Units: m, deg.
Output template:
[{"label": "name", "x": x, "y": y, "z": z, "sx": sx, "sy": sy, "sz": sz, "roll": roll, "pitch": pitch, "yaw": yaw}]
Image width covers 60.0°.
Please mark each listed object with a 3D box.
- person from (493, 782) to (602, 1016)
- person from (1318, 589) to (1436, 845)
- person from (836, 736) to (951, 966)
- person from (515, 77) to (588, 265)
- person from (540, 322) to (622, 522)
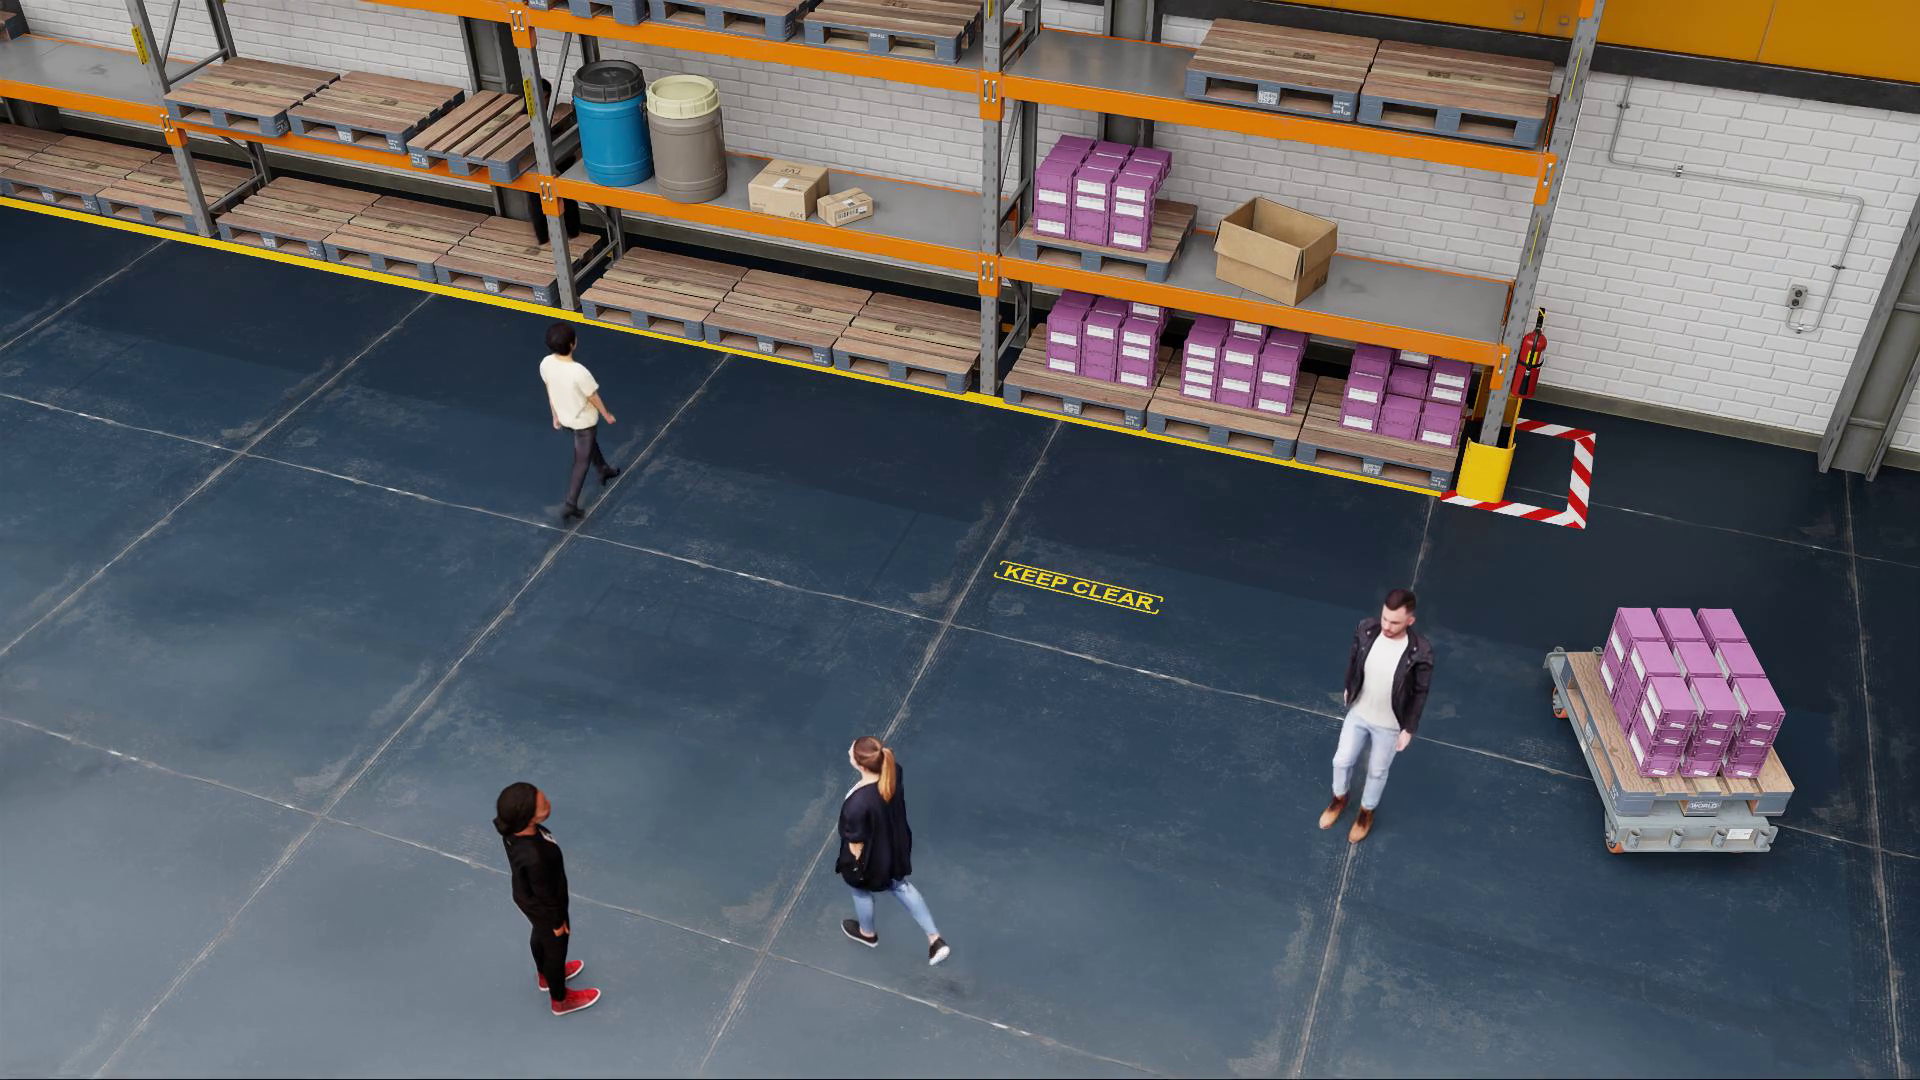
[{"label": "person", "x": -2.194, "y": 1.872, "z": 8.694, "sx": 0.731, "sy": 1.677, "sz": 0.650, "roll": -21, "pitch": 43, "yaw": -24}, {"label": "person", "x": 2.479, "y": 0.977, "z": 9.693, "sx": 0.625, "sy": 1.830, "sz": 0.793, "roll": 24, "pitch": 45, "yaw": 27}, {"label": "person", "x": -0.369, "y": 1.699, "z": 8.920, "sx": 1.043, "sy": 1.665, "sz": 0.830, "roll": 28, "pitch": 46, "yaw": 30}, {"label": "person", "x": -3.734, "y": -3.359, "z": 15.136, "sx": 0.776, "sy": 1.813, "sz": 0.831, "roll": -17, "pitch": 42, "yaw": -20}, {"label": "person", "x": -2.833, "y": -0.829, "z": 12.177, "sx": 0.960, "sy": 1.551, "sz": 0.797, "roll": 22, "pitch": 43, "yaw": 25}]
